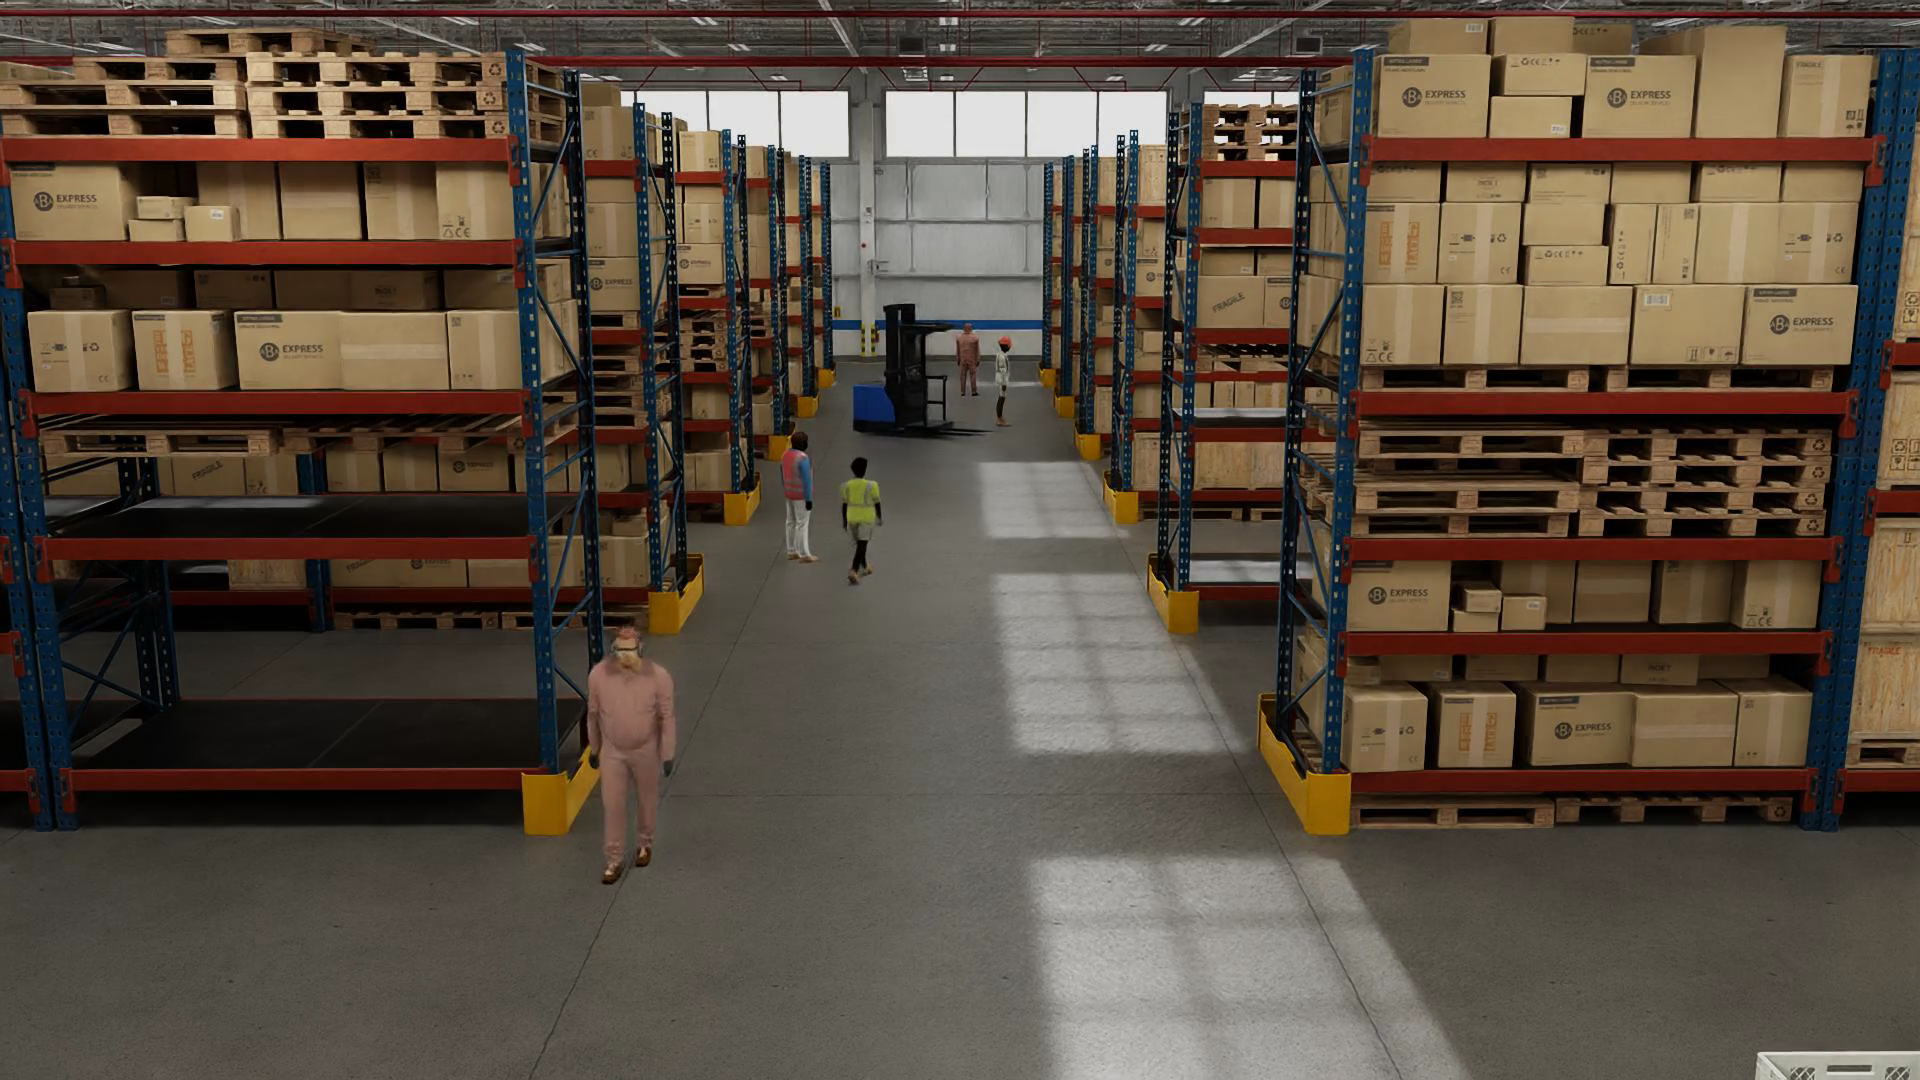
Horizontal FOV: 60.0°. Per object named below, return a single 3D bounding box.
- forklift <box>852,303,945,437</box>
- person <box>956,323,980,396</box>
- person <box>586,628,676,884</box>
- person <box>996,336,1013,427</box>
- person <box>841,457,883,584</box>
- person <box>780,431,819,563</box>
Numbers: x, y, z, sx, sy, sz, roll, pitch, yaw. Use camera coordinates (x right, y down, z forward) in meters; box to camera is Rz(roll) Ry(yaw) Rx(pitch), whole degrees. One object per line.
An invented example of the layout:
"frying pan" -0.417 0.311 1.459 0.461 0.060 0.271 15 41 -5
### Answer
"forklift" -1.318 -3.727 36.174 1.873 2.768 1.129 5 12 23
"person" 0.224 -4.715 43.505 0.641 1.905 0.410 3 12 14
"person" -2.449 1.591 12.300 0.680 1.873 0.861 0 11 -2
"person" 1.001 -3.586 37.561 0.395 2.038 0.615 0 11 -2
"person" -1.339 -0.270 22.075 0.528 1.663 0.856 5 12 23
"person" -2.246 -0.601 23.262 0.430 1.845 0.624 -9 14 -36
